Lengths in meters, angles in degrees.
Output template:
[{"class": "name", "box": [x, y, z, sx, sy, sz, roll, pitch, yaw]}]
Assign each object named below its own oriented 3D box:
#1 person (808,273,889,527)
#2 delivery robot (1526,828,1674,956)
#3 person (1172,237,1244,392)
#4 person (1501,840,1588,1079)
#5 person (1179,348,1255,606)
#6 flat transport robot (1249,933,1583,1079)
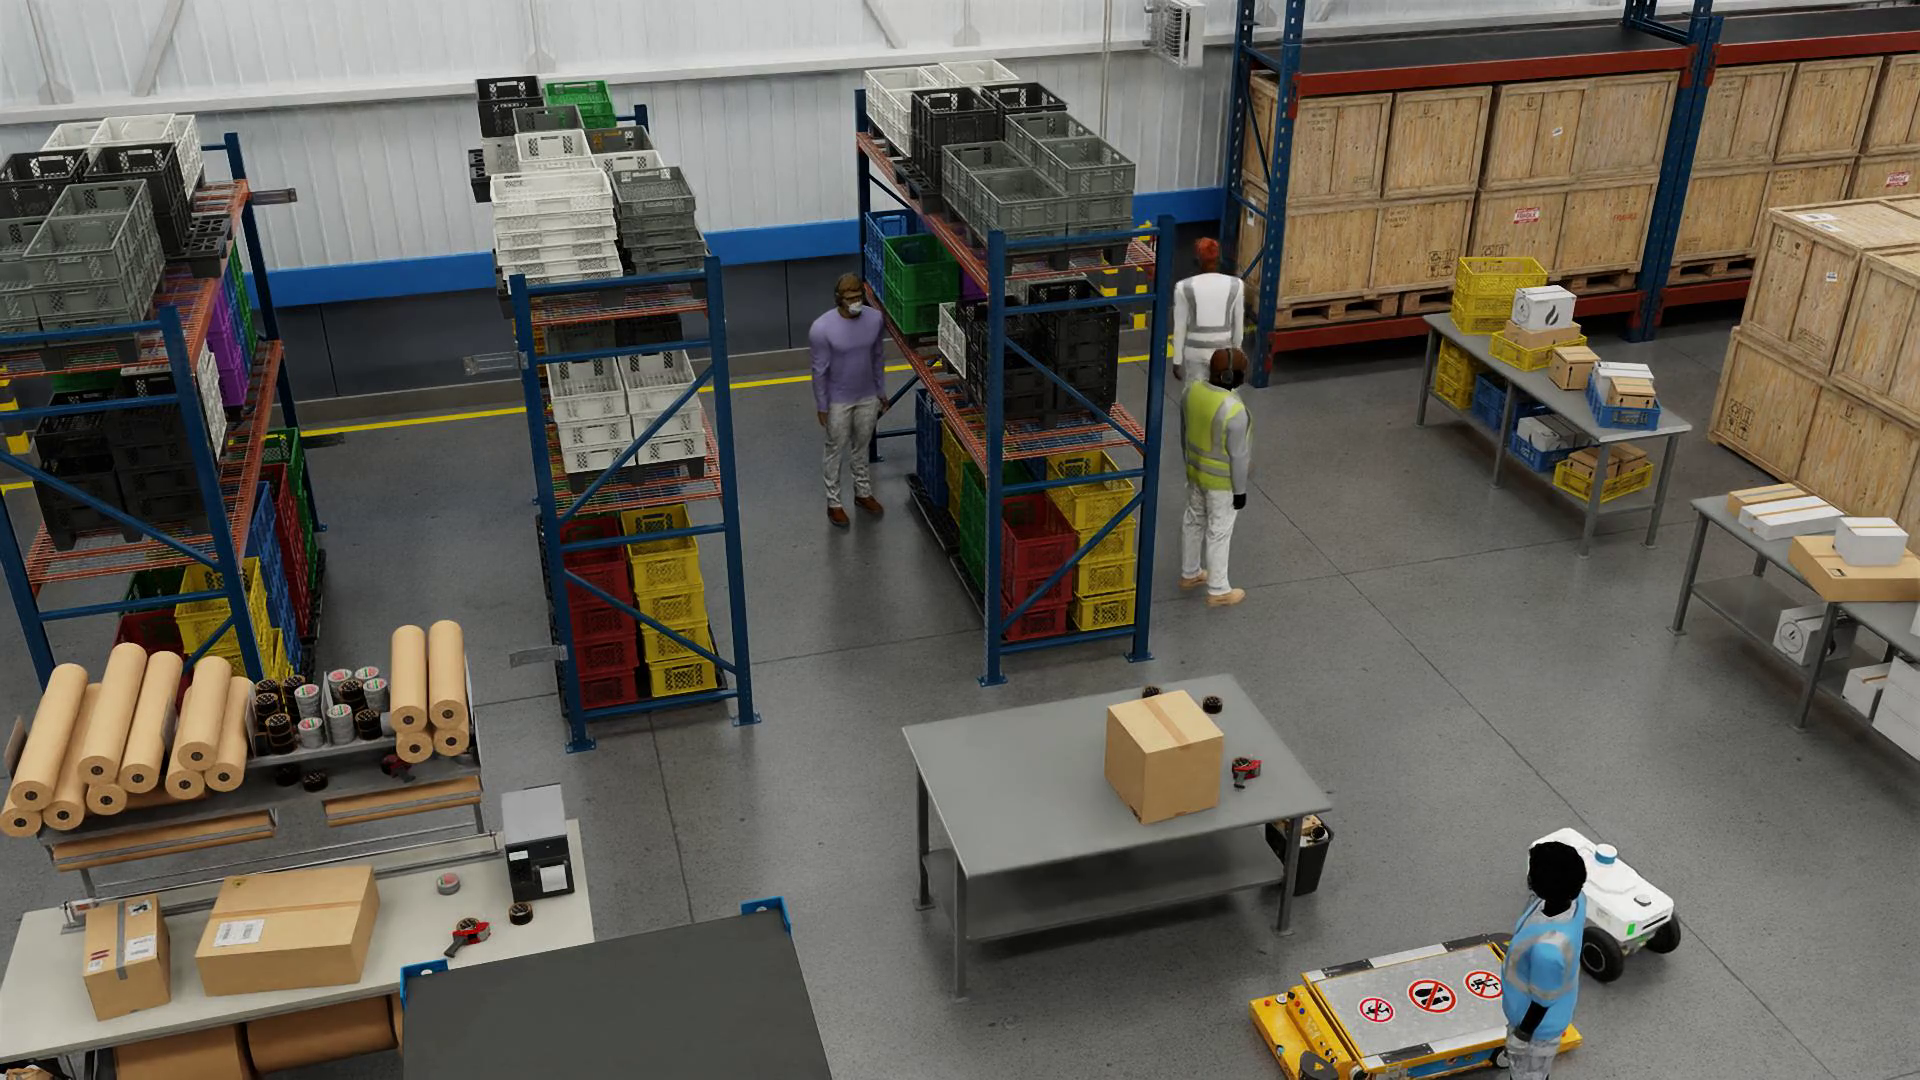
[{"class": "person", "box": [-0.808, -1.055, 12.333, 0.627, 1.940, 0.371, -19, 34, -31]}, {"class": "delivery robot", "box": [3.267, 1.776, 8.516, 0.477, 0.478, 0.707, -15, 32, -26]}, {"class": "person", "box": [1.954, -1.475, 13.188, 0.581, 1.851, 0.522, -1, 29, -2]}, {"class": "person", "box": [2.438, 1.979, 7.065, 0.319, 1.692, 0.533, 14, 32, 23]}, {"class": "person", "box": [1.747, -0.436, 11.313, 0.430, 1.839, 0.619, -15, 32, -26]}, {"class": "flat transport robot", "box": [2.184, 2.282, 7.980, 1.431, 0.197, 0.652, -8, 30, -14]}]
